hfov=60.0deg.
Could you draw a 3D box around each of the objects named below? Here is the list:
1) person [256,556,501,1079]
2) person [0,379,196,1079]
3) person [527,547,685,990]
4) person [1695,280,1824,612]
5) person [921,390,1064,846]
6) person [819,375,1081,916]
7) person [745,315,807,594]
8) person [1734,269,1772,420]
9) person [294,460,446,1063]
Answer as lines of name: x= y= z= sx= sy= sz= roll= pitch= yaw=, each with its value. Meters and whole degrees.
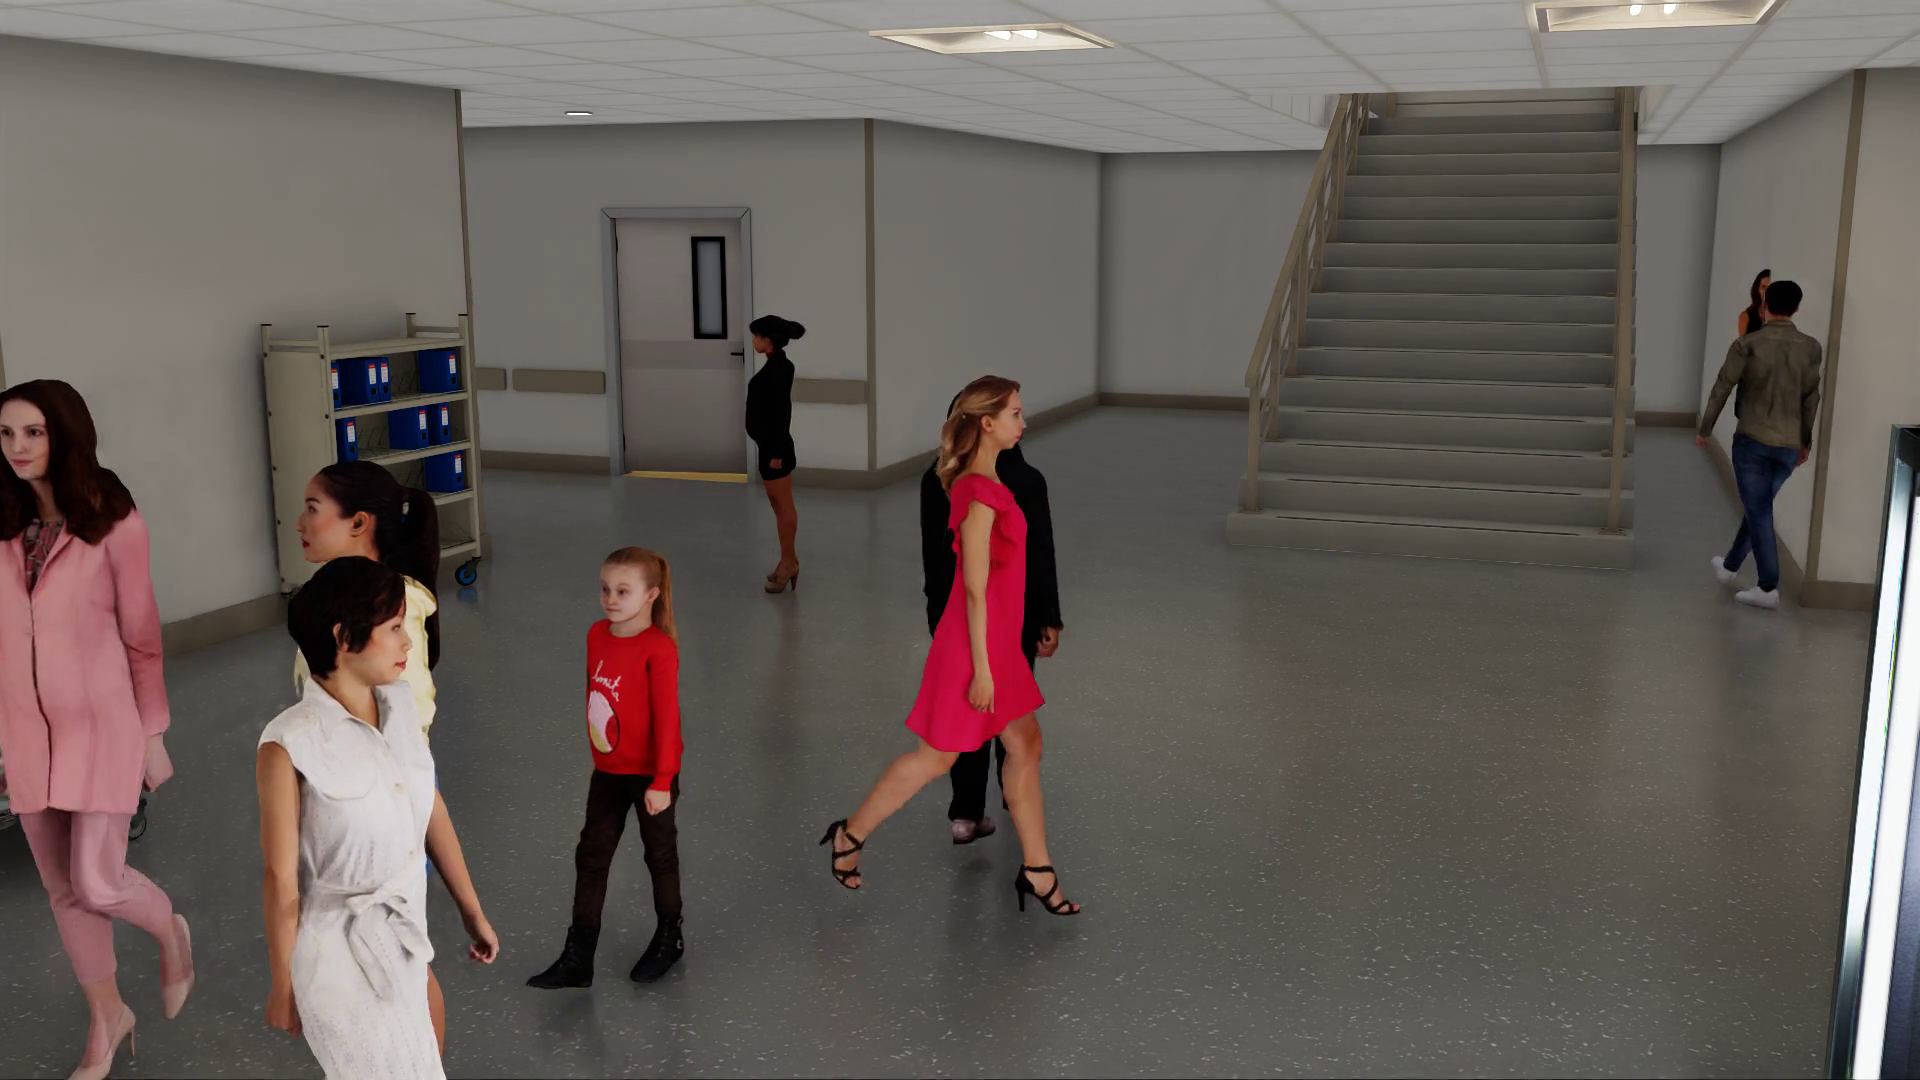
person: x=-1.228 y=0.799 z=3.260 sx=0.625 sy=1.530 sz=0.623 roll=4 pitch=11 yaw=19
person: x=-2.187 y=0.482 z=4.227 sx=0.676 sy=1.793 sz=0.757 roll=2 pitch=11 yaw=8
person: x=-0.900 y=0.643 z=4.784 sx=0.571 sy=1.269 sz=0.760 roll=6 pitch=12 yaw=29
person: x=4.572 y=-0.500 z=9.334 sx=1.007 sy=1.818 sz=1.197 roll=-2 pitch=11 yaw=-9
person: x=0.066 y=0.294 z=5.799 sx=0.818 sy=1.575 sz=1.079 roll=2 pitch=11 yaw=11
person: x=-0.048 y=0.367 z=5.134 sx=0.799 sy=1.680 sz=1.053 roll=2 pitch=11 yaw=10
person: x=-1.092 y=-0.516 z=9.894 sx=0.726 sy=1.640 sz=0.638 roll=0 pitch=11 yaw=-1
person: x=6.090 y=-1.122 z=12.656 sx=0.593 sy=1.800 sz=0.990 roll=4 pitch=11 yaw=20
person: x=-1.384 y=0.613 z=3.965 sx=0.751 sy=1.632 sz=0.728 roll=-7 pitch=13 yaw=-34
